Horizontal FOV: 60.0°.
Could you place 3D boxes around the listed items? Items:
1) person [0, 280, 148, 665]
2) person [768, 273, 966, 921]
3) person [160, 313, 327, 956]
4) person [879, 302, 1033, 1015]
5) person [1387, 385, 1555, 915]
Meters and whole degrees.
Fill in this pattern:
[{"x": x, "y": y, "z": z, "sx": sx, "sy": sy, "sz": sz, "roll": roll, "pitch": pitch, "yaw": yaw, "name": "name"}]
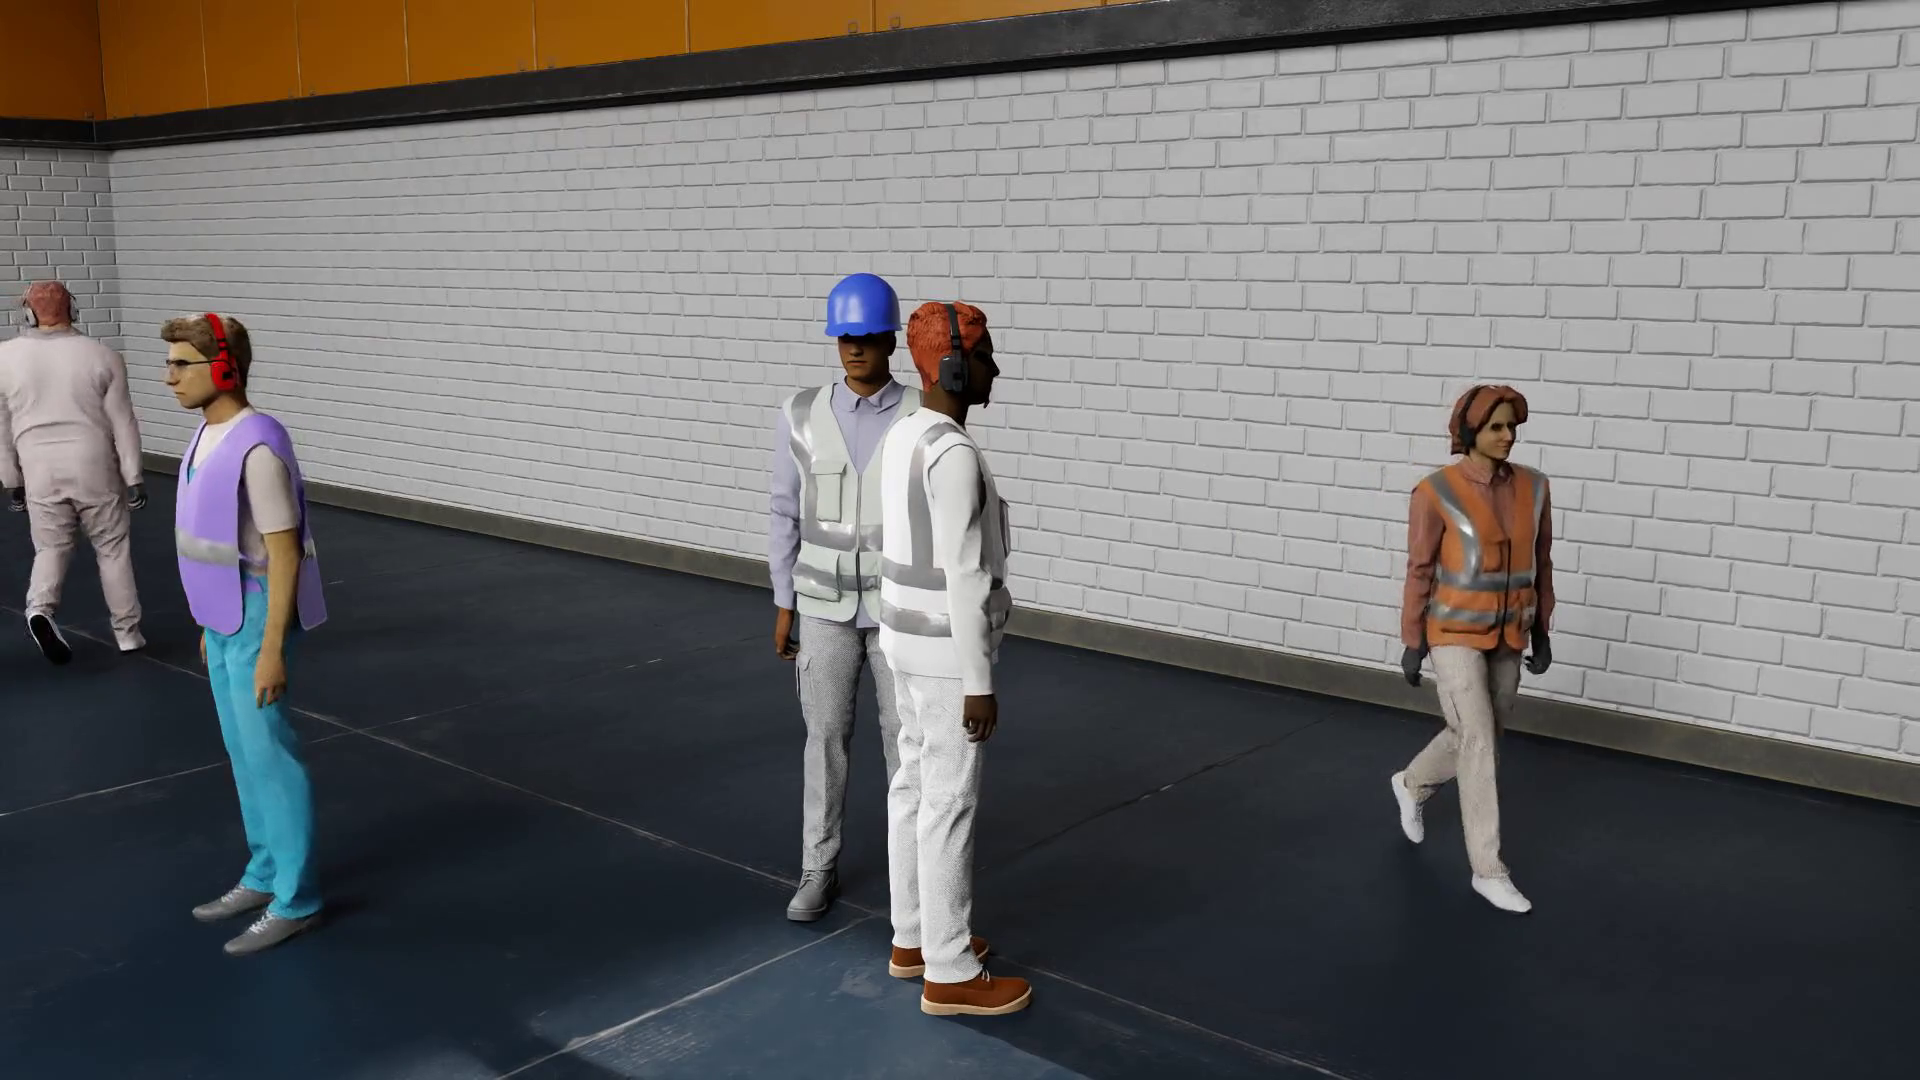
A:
[{"x": -4.319, "y": -0.311, "z": 8.046, "sx": 0.667, "sy": 1.881, "sz": 0.719, "roll": -3, "pitch": 10, "yaw": -14, "name": "person"}, {"x": -0.278, "y": 0.186, "z": 4.985, "sx": 0.602, "sy": 1.948, "sz": 0.387, "roll": 1, "pitch": 10, "yaw": 5, "name": "person"}, {"x": -2.057, "y": 0.265, "z": 4.837, "sx": 0.372, "sy": 1.841, "sz": 0.570, "roll": -8, "pitch": 13, "yaw": -38, "name": "person"}, {"x": -0.031, "y": 0.316, "z": 4.436, "sx": 0.356, "sy": 1.883, "sz": 0.573, "roll": -3, "pitch": 11, "yaw": -19, "name": "person"}, {"x": 1.613, "y": 0.295, "z": 5.305, "sx": 0.517, "sy": 1.610, "sz": 0.770, "roll": -4, "pitch": 11, "yaw": -22, "name": "person"}]
